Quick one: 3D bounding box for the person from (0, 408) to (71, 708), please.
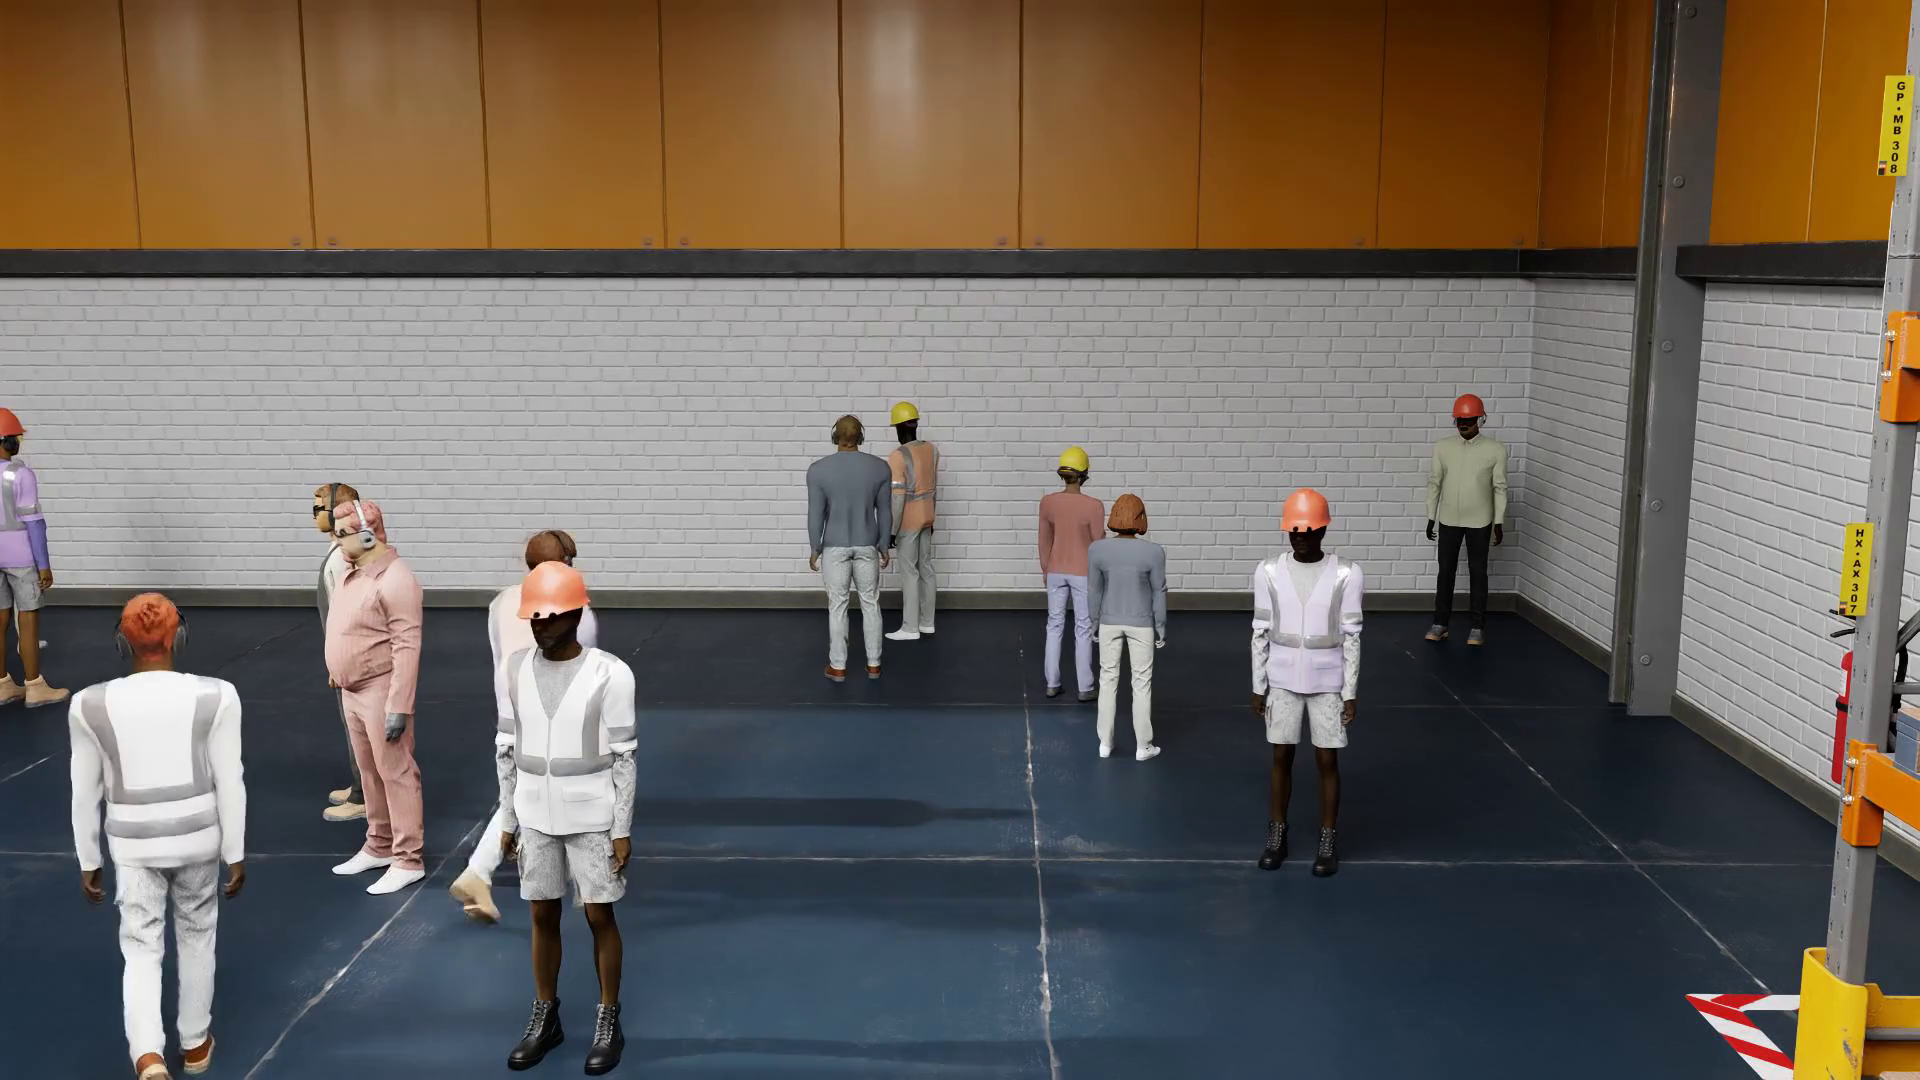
[{"bbox_3d":[-6.443,0.123,11.318,0.608,2.048,0.365,3,10,16],"label":"person"}]

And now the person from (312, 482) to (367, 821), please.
[{"bbox_3d":[-3.338,0.601,9.059,0.346,1.846,0.507,-2,10,-12],"label":"person"}]

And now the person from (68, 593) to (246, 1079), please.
[{"bbox_3d":[-2.851,1.121,5.947,0.574,1.858,0.824,-4,10,-21],"label":"person"}]

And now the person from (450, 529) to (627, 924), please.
[{"bbox_3d":[-1.939,0.860,7.633,0.636,1.816,0.848,6,11,31],"label":"person"}]

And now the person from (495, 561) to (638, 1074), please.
[{"bbox_3d":[-1.473,1.031,6.205,0.545,1.938,0.362,2,10,9],"label":"person"}]

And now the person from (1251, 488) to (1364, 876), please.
[{"bbox_3d":[1.699,0.700,8.211,0.542,1.932,0.383,4,10,21],"label":"person"}]

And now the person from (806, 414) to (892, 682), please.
[{"bbox_3d":[-0.799,0.059,12.027,0.629,1.939,0.374,-3,10,-15],"label":"person"}]

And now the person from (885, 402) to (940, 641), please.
[{"bbox_3d":[-0.402,-0.147,13.321,0.381,1.918,0.584,6,11,33],"label":"person"}]

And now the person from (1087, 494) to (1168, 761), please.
[{"bbox_3d":[1.017,0.529,10.119,0.500,1.633,0.286,3,10,20],"label":"person"}]

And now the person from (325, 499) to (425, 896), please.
[{"bbox_3d":[-2.838,0.747,8.024,0.406,1.902,0.636,-9,13,-42],"label":"person"}]

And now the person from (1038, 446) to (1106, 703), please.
[{"bbox_3d":[0.783,0.237,11.467,0.526,1.772,0.307,6,11,32],"label":"person"}]

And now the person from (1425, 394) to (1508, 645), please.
[{"bbox_3d":[4.002,-0.164,13.190,0.625,1.992,0.389,6,11,30],"label":"person"}]

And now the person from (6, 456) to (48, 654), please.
[{"bbox_3d":[-7.404,-0.041,12.839,0.532,1.870,0.318,-1,10,-5],"label":"person"}]
